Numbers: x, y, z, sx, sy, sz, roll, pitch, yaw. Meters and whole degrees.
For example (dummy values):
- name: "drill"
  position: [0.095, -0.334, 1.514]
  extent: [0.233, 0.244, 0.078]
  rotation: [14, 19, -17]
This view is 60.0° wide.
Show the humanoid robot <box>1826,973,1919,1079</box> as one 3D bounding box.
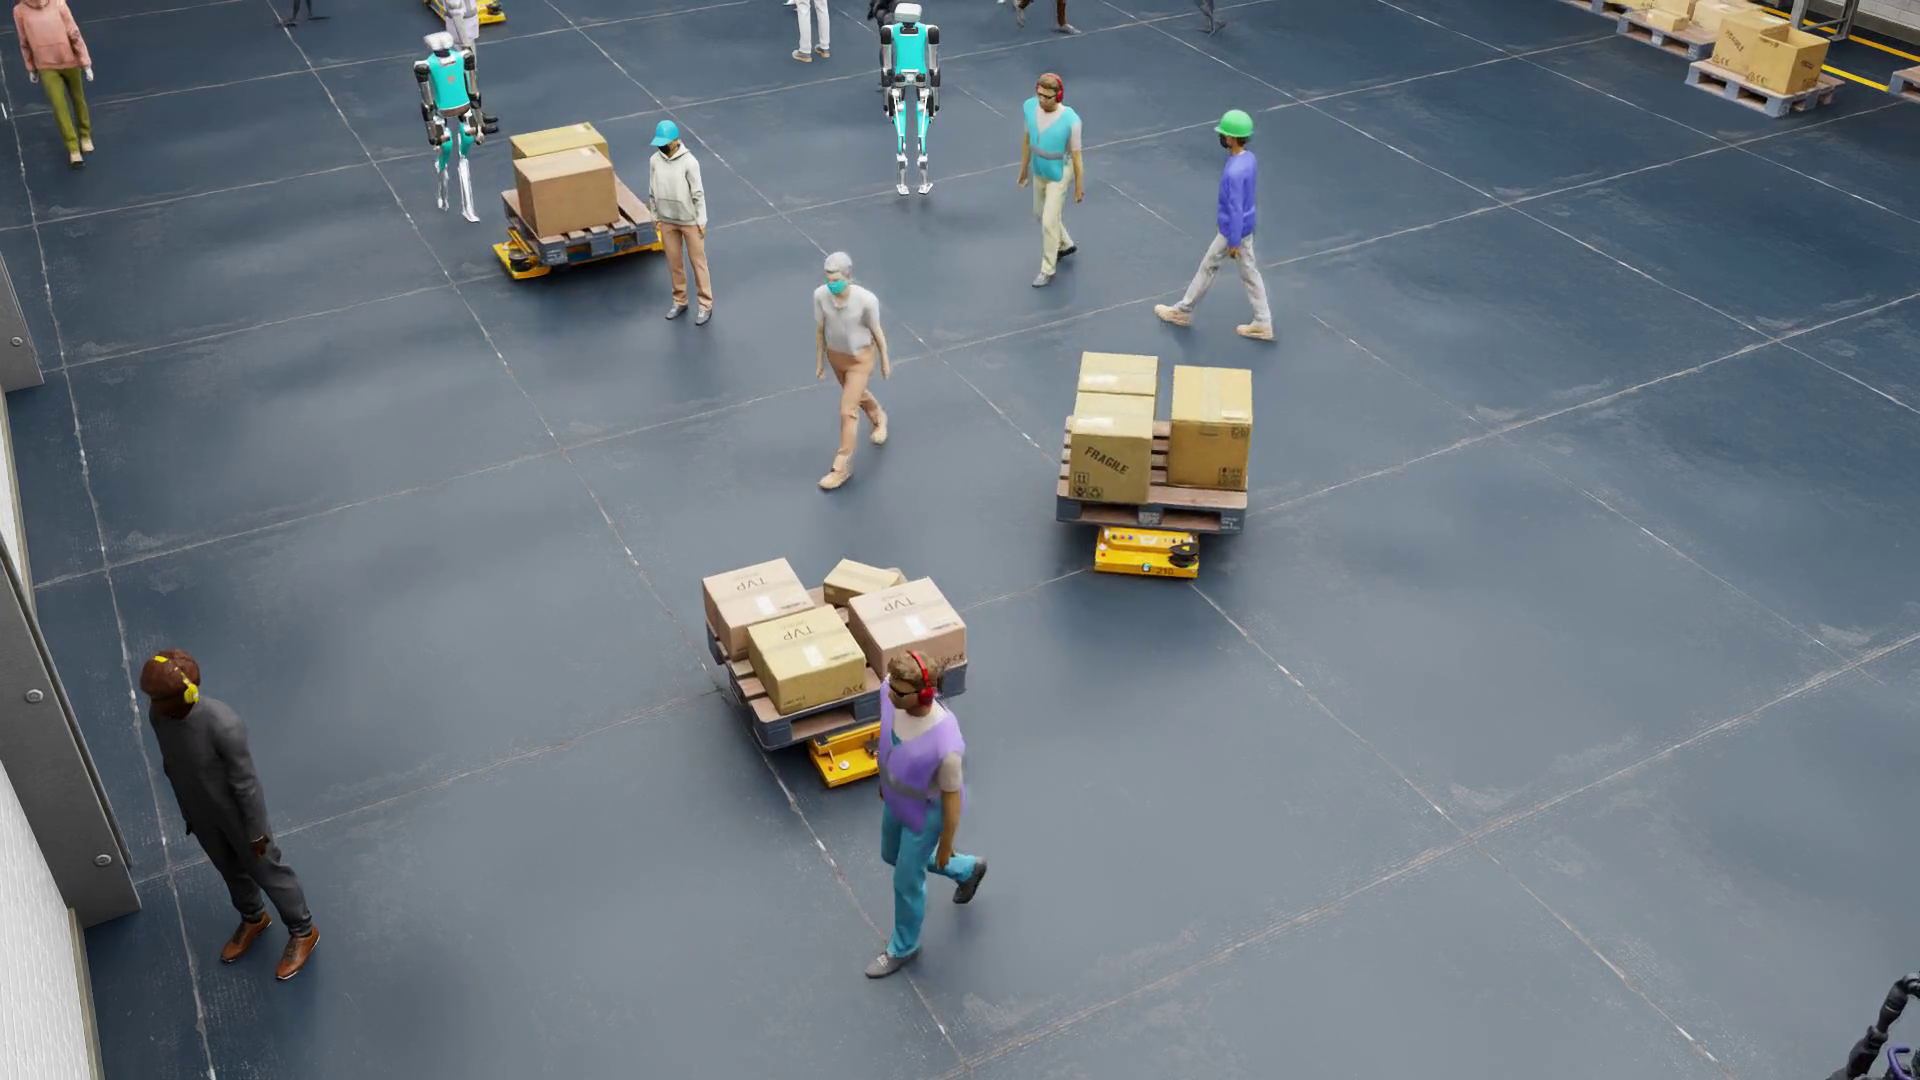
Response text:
- name: "humanoid robot"
  position: [3.726, 2.121, 6.471]
  extent: [0.609, 1.641, 0.519]
  rotation: [8, 36, 11]

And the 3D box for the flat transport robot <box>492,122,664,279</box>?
- name: "flat transport robot"
  position: [-3.266, -2.601, 14.430]
  extent: [1.431, 0.231, 0.659]
  rotation: [-18, 39, -23]

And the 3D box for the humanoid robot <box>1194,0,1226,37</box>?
- name: "humanoid robot"
  position: [2.900, -6.533, 18.808]
  extent: [0.440, 1.646, 0.589]
  rotation: [20, 40, 27]

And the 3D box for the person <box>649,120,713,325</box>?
- name: "person"
  position: [-2.209, -2.495, 13.060]
  extent: [0.478, 1.665, 0.391]
  rotation: [10, 36, 15]

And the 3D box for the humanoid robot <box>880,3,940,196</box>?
- name: "humanoid robot"
  position: [-0.446, -3.860, 14.831]
  extent: [0.533, 1.677, 0.735]
  rotation: [1, 35, 1]

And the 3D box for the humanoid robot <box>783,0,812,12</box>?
- name: "humanoid robot"
  position: [-1.850, -7.050, 19.385]
  extent: [0.735, 1.677, 0.533]
  rotation: [-19, 39, -25]

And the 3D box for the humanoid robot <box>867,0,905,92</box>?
- name: "humanoid robot"
  position: [-0.821, -5.556, 17.417]
  extent: [0.467, 1.646, 0.589]
  rotation: [-21, 40, -27]

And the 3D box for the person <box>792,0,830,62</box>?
- name: "person"
  position: [-1.666, -6.185, 18.138]
  extent: [0.572, 1.886, 0.354]
  rotation: [-22, 40, -28]

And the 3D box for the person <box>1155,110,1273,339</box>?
- name: "person"
  position: [2.072, -2.440, 12.853]
  extent: [0.986, 1.813, 0.478]
  rotation: [15, 38, 20]

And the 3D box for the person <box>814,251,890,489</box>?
- name: "person"
  position: [-0.706, -1.257, 11.289]
  extent: [0.480, 1.682, 0.916]
  rotation: [16, 38, 22]

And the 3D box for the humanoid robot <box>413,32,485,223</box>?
- name: "humanoid robot"
  position: [-4.523, -3.611, 14.684]
  extent: [0.546, 1.880, 0.815]
  rotation: [-23, 41, -29]

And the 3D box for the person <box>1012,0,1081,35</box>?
- name: "person"
  position: [1.015, -6.706, 18.850]
  extent: [0.723, 1.918, 0.551]
  rotation: [14, 37, 19]

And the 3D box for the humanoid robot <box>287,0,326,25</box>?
- name: "humanoid robot"
  position: [-7.718, -6.786, 19.192]
  extent: [0.399, 1.644, 0.595]
  rotation: [-11, 37, -15]

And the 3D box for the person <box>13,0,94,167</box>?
- name: "person"
  position: [-8.518, -4.457, 15.748]
  extent: [0.560, 1.790, 0.934]
  rotation: [-16, 38, -22]

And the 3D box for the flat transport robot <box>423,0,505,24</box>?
- name: "flat transport robot"
  position: [-5.989, -6.452, 19.927]
  extent: [0.659, 0.231, 1.431]
  rotation: [-18, 39, -24]

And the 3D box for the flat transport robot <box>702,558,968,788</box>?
- name: "flat transport robot"
  position: [-0.706, 0.829, 9.533]
  extent: [0.659, 0.231, 1.431]
  rotation: [-15, 38, -20]

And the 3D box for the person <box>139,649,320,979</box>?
- name: "person"
  position: [-3.339, 1.236, 7.565]
  extent: [0.488, 1.867, 0.347]
  rotation: [12, 37, 17]

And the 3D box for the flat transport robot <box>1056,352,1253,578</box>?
- name: "flat transport robot"
  position: [1.266, -0.248, 11.070]
  extent: [0.659, 0.231, 1.431]
  rotation: [4, 35, 6]

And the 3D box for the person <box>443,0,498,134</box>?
- name: "person"
  position: [-4.861, -4.995, 16.402]
  extent: [0.370, 1.929, 0.542]
  rotation: [-6, 35, -8]

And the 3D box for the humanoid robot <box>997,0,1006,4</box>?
- name: "humanoid robot"
  position: [0.563, -7.344, 19.946]
  extent: [0.557, 1.801, 0.810]
  rotation: [-4, 35, -6]

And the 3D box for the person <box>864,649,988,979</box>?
- name: "person"
  position: [-0.170, 1.210, 7.626]
  extent: [0.678, 1.827, 0.579]
  rotation: [-18, 39, -24]

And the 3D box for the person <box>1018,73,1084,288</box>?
- name: "person"
  position: [0.806, -3.009, 13.675]
  extent: [0.654, 1.809, 0.591]
  rotation: [-28, 44, -34]
